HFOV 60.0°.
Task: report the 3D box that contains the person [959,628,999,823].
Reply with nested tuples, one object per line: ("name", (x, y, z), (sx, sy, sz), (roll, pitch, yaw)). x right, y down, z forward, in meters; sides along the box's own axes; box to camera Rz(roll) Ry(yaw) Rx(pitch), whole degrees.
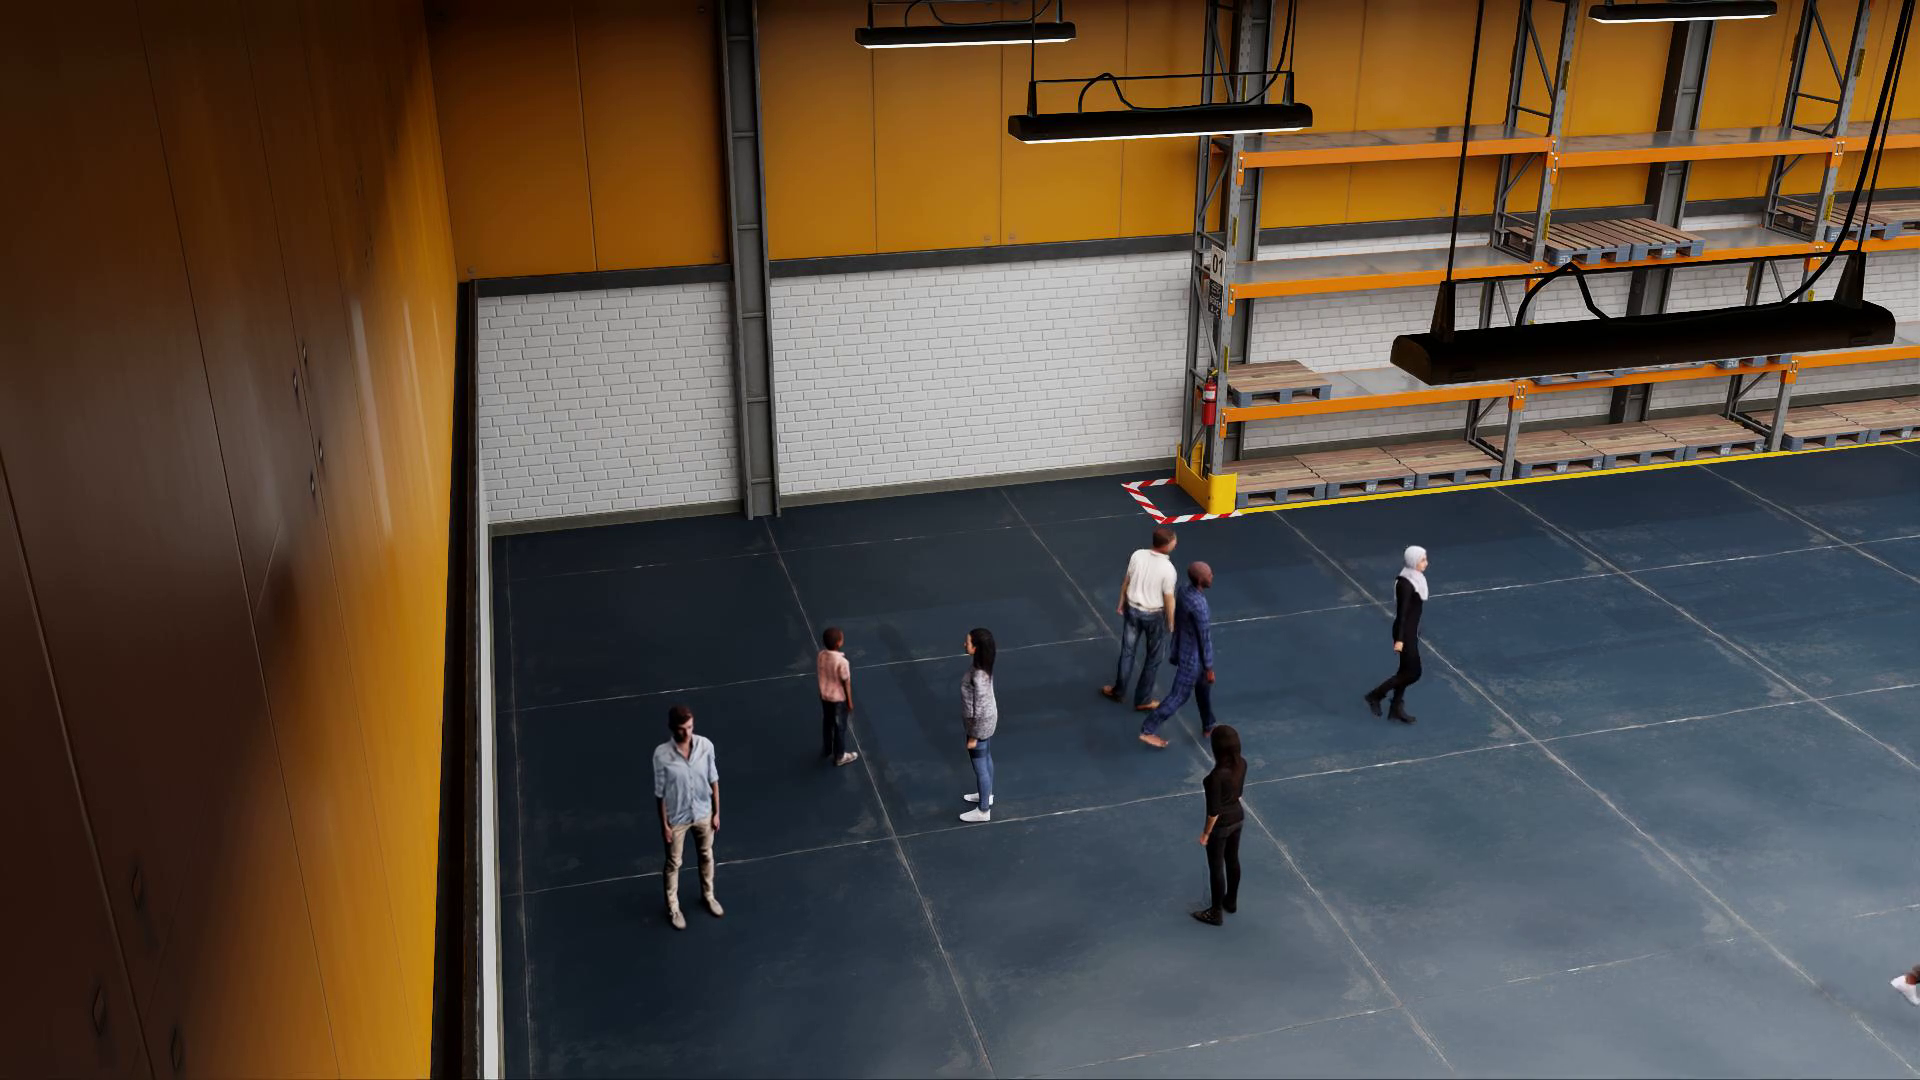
("person", (0.168, 1.506, 13.749), (0.654, 1.733, 0.677), (3, 24, 7))

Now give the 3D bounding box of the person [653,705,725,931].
("person", (-2.032, 2.032, 12.405), (0.562, 1.845, 0.744), (-11, 26, -24))

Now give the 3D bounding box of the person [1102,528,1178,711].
("person", (1.645, 0.713, 15.455), (0.921, 1.819, 0.871), (13, 27, 27))

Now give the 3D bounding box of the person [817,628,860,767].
("person", (-1.108, 1.366, 14.599), (0.607, 1.307, 0.657), (18, 30, 36))

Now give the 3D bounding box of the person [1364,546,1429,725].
("person", (3.979, 0.866, 15.168), (0.862, 1.769, 0.792), (9, 25, 20))

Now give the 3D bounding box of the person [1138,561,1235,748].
("person", (1.961, 1.046, 14.745), (1.172, 1.778, 0.725), (-4, 24, -8))

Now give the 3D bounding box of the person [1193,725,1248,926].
("person", (1.985, 2.123, 12.452), (0.710, 1.640, 0.601), (21, 31, 40))
